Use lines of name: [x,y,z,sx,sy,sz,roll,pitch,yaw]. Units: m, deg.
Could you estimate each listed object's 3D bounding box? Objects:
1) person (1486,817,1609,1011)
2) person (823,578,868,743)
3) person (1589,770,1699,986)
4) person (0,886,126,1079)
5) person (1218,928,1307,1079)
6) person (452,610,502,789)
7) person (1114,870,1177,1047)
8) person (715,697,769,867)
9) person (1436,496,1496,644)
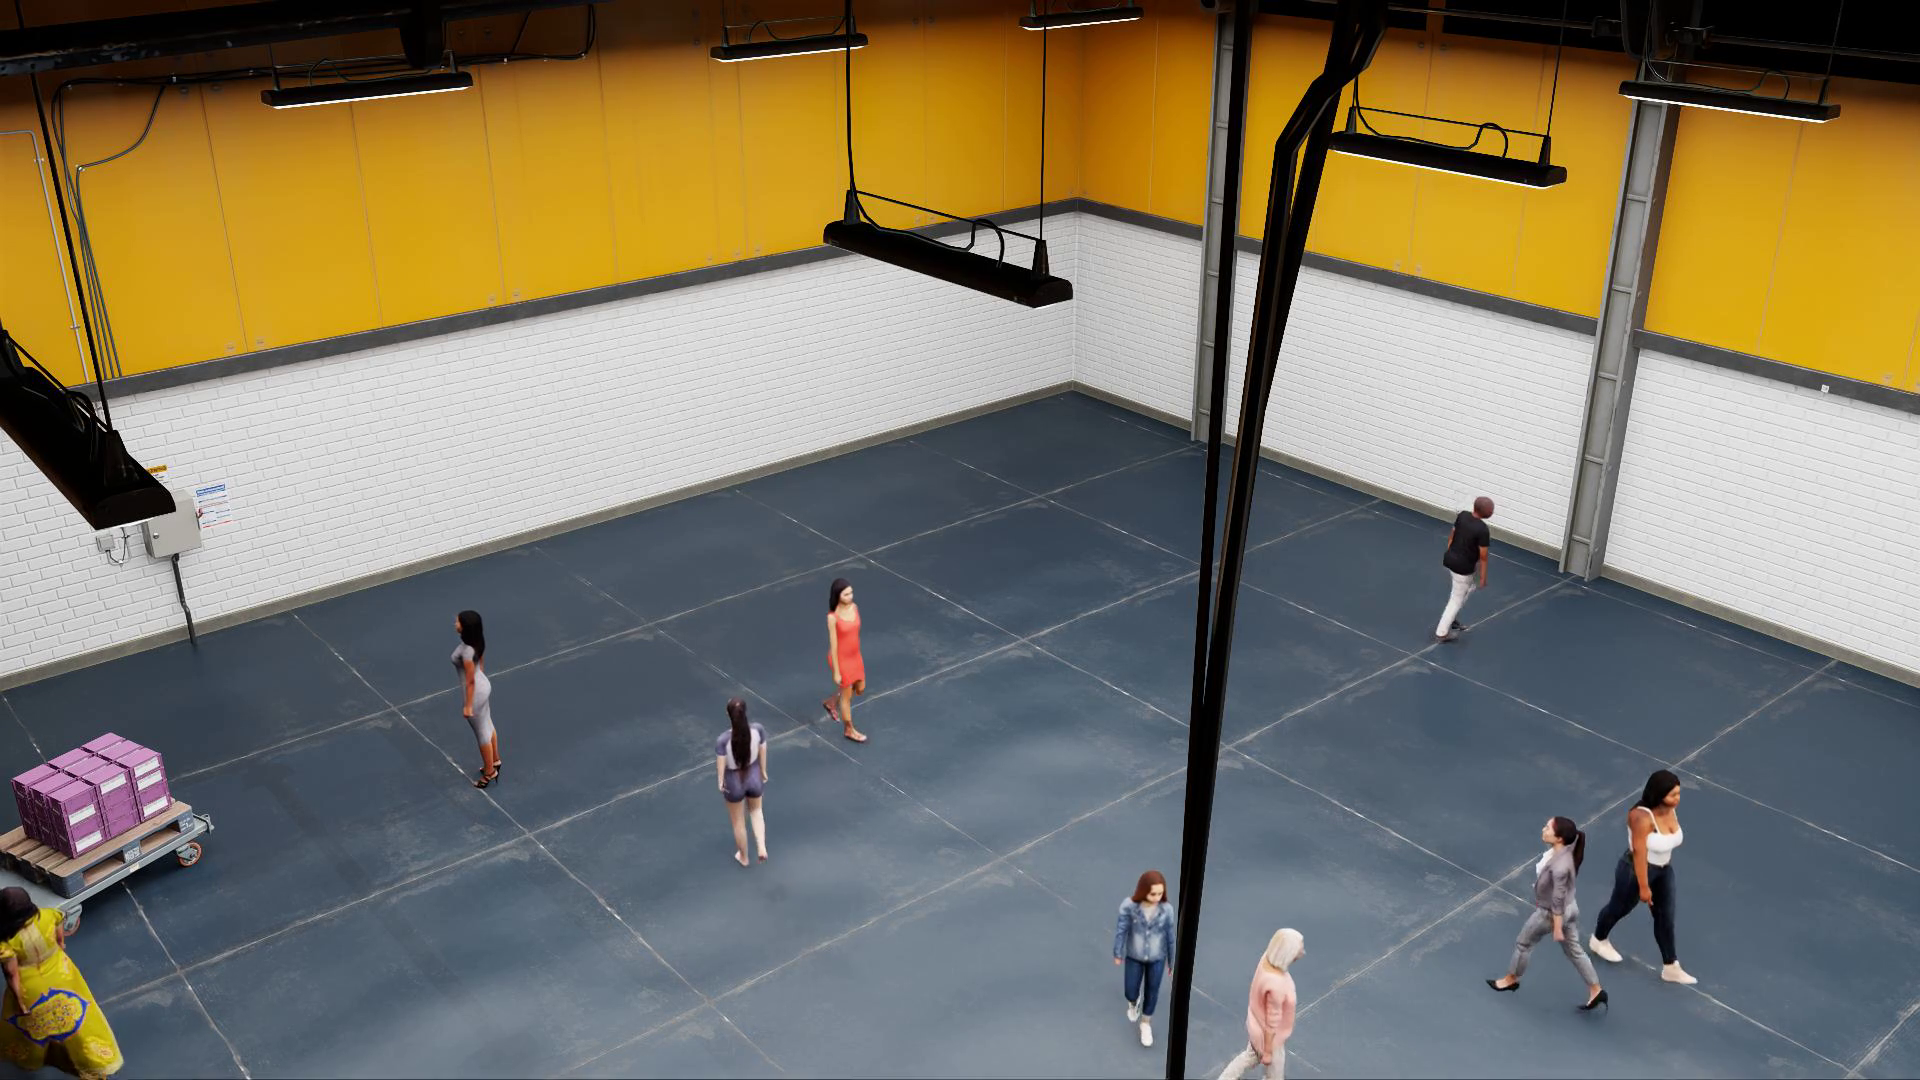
person: [4.532,2.827,12.412,1.174,1.634,0.831,13,27,28]
person: [-1.174,1.156,16.145,0.863,1.706,0.715,15,28,31]
person: [5.201,2.545,12.883,0.767,1.774,1.124,-12,27,-26]
person: [-6.376,3.165,11.669,1.295,1.610,0.923,17,29,33]
person: [2.022,3.307,11.234,0.938,1.698,0.885,-2,24,-4]
person: [-4.455,1.453,15.371,0.719,1.781,0.645,0,24,1]
person: [1.356,3.008,12.208,0.752,1.465,0.809,1,24,1]
person: [-1.800,2.090,14.087,0.657,1.643,0.684,-12,26,-26]
person: [5.394,0.312,17.997,0.944,1.769,0.826,-12,27,-26]
